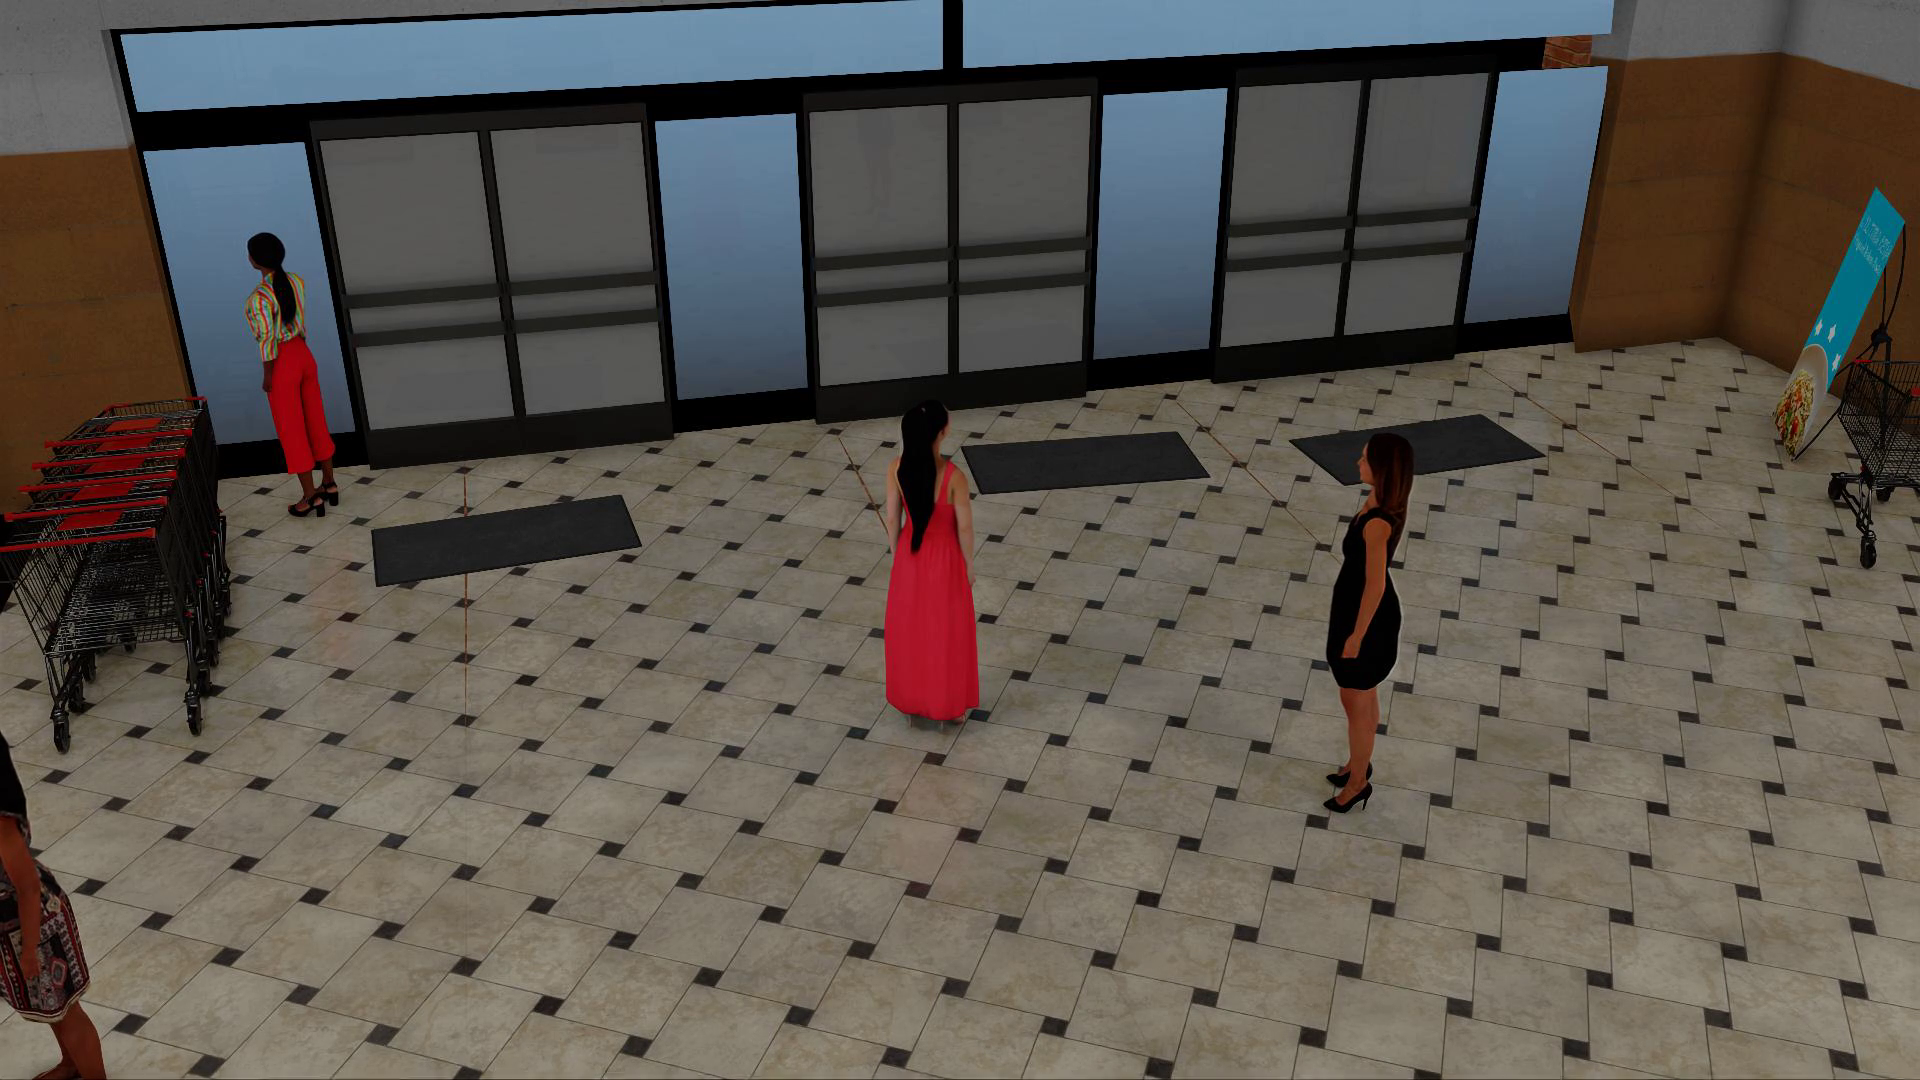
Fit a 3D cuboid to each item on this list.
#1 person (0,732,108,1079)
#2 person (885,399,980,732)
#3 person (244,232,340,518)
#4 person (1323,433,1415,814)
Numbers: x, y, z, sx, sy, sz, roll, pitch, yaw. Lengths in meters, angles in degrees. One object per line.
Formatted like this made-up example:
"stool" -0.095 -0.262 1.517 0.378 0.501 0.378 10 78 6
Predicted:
"person" -3.217 1.302 5.720 0.785 1.645 0.642 -23 35 -37
"person" -0.144 0.135 7.933 0.715 1.726 0.748 10 28 18
"person" -4.060 -0.996 10.088 0.738 1.793 0.633 7 28 14
"person" 1.780 0.385 7.319 0.722 1.835 0.625 8 28 15
